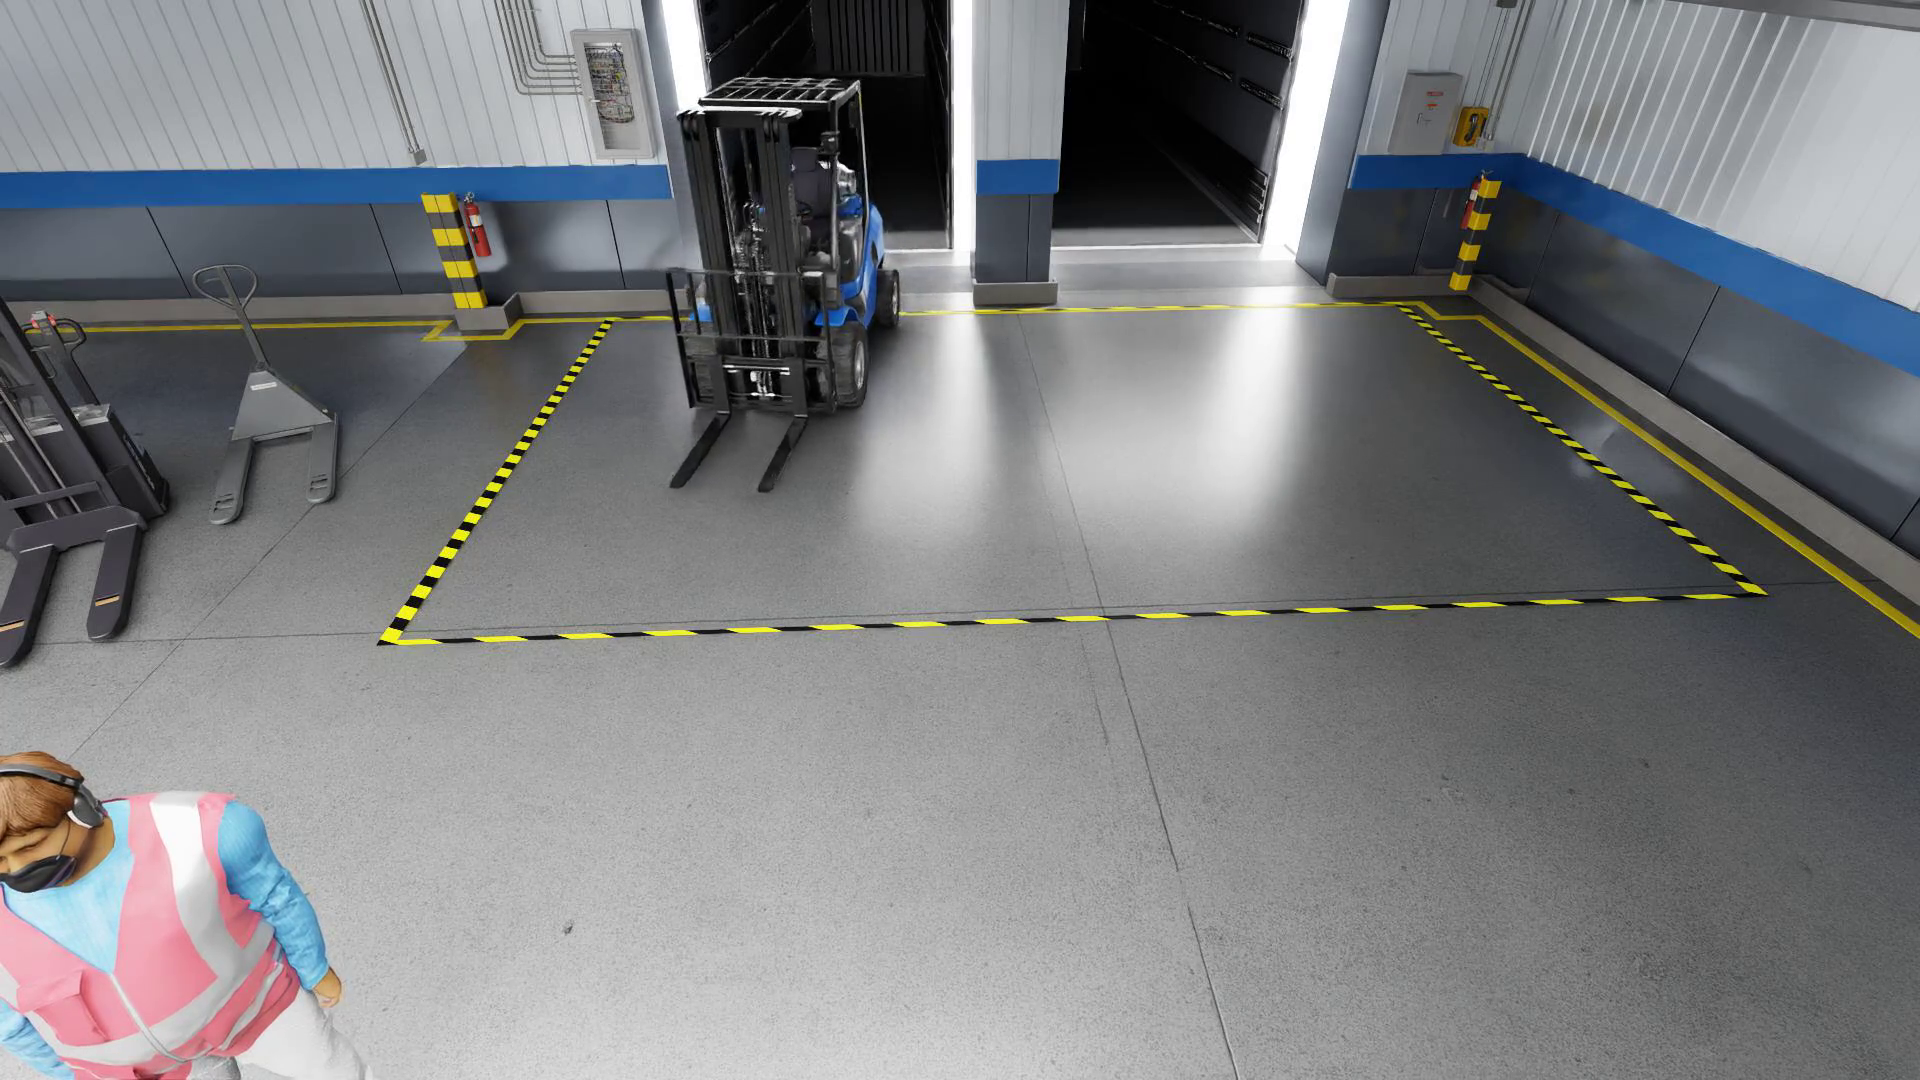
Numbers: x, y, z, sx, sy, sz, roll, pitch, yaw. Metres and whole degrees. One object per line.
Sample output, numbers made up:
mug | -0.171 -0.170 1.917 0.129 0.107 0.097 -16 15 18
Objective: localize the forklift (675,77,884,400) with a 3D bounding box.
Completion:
forklift | -1.342 -2.519 7.295 1.157 2.036 2.680 3 35 4

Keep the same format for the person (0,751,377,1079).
person | -1.956 1.228 2.361 0.621 1.844 0.429 -21 40 -28

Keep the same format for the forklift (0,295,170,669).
forklift | -5.212 -0.618 4.878 0.823 1.965 1.885 -20 39 -26

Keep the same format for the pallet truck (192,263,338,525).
pallet truck | -4.778 -1.027 6.128 0.680 1.201 1.601 -17 38 -23
